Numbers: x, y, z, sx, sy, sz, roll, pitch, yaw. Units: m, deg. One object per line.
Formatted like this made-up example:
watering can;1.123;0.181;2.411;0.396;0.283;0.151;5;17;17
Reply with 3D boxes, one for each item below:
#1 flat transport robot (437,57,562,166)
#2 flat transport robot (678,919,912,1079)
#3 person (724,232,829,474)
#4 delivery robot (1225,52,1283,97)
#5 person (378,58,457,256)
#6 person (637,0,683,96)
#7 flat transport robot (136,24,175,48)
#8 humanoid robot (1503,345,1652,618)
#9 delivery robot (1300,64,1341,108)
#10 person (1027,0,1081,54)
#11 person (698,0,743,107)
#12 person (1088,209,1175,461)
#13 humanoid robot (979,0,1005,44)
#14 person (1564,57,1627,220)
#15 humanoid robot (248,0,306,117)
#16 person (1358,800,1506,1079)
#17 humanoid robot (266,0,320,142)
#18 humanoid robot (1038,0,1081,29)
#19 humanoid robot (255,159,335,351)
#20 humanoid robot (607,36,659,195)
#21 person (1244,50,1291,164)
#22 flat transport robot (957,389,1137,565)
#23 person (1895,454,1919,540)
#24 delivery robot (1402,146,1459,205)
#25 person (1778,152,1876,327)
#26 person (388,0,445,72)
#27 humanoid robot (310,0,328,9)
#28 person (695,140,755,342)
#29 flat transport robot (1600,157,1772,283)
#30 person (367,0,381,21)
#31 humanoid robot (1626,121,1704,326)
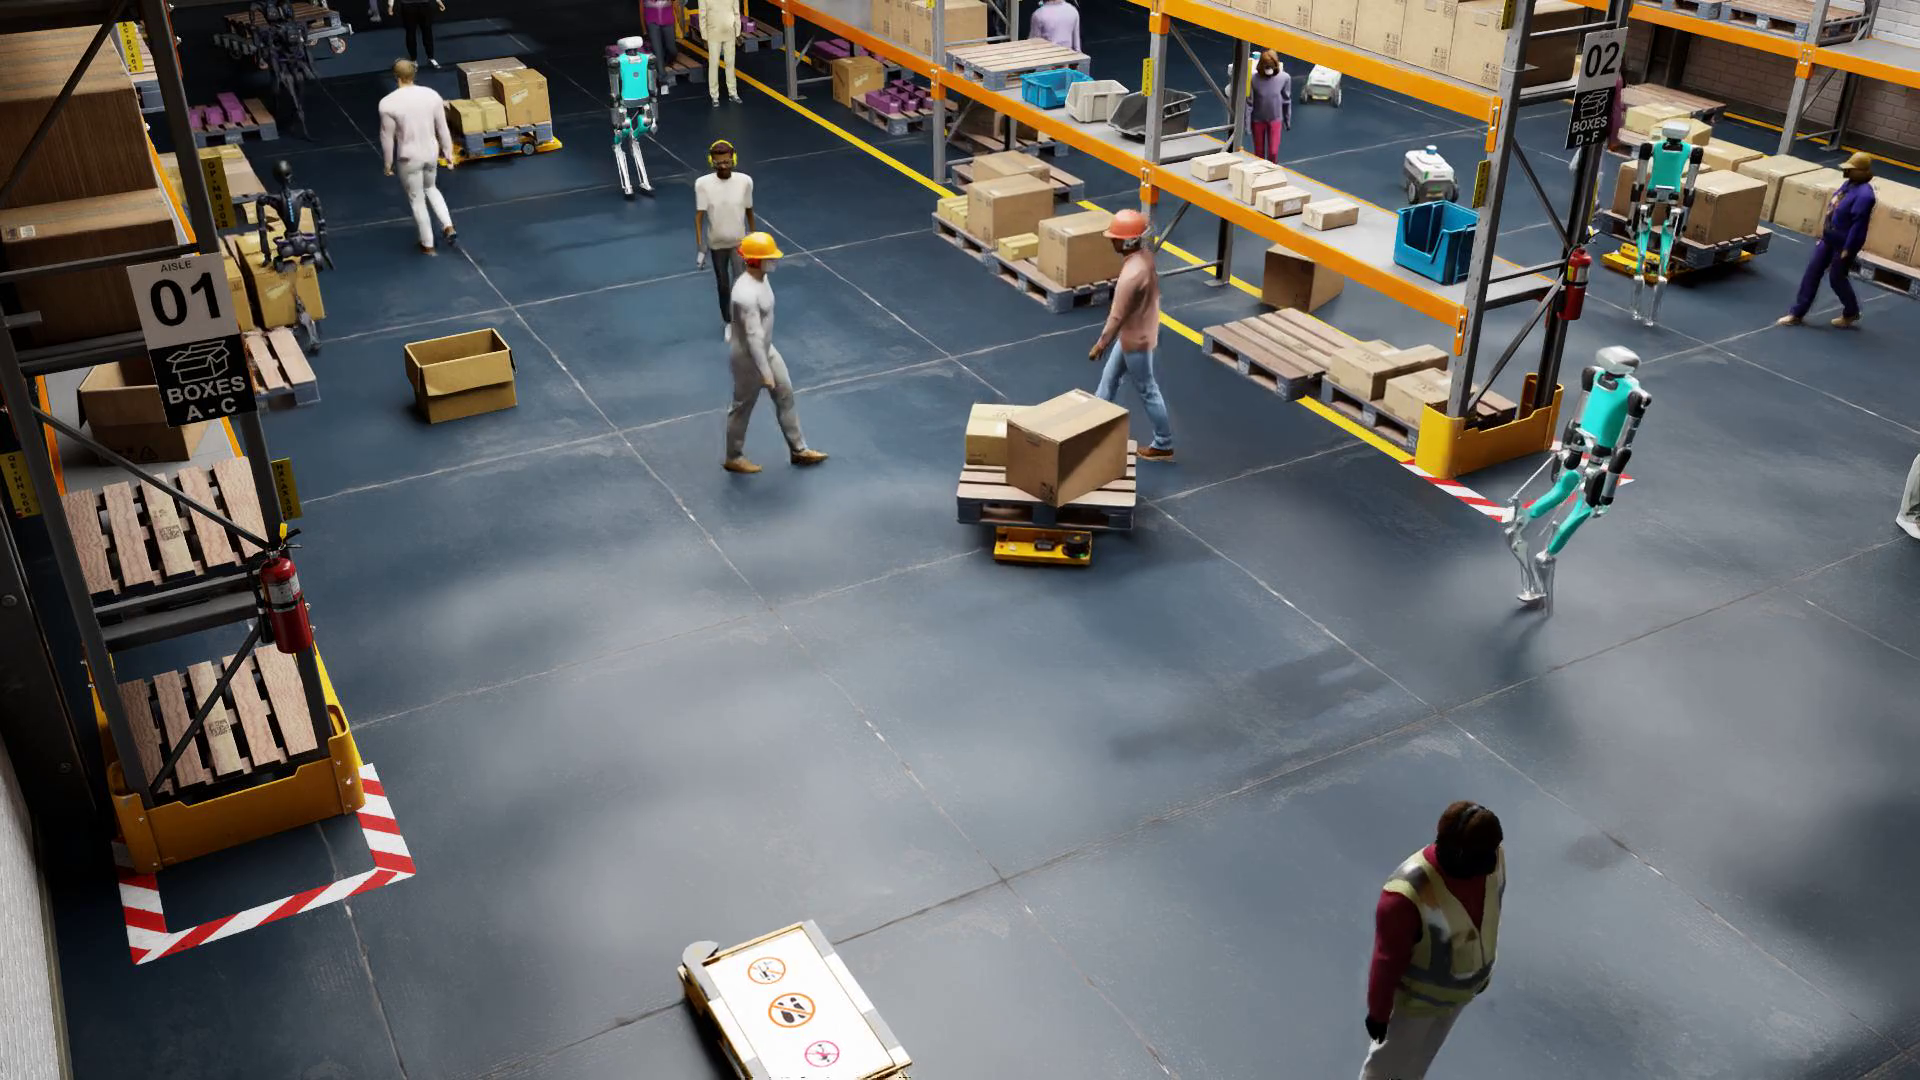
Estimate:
flat transport robot;-5.473;-4.659;19.520;1.431;0.231;0.659;-16;33;-25
flat transport robot;-0.711;2.248;7.495;0.659;0.231;1.431;-16;33;-25
person;-1.398;-1.321;12.118;0.867;1.860;0.620;6;30;11
delivery robot;3.834;-6.046;21.620;0.739;0.566;0.499;-16;33;-25
person;-5.300;-3.733;16.251;0.444;1.920;0.649;26;39;37
person;-3.909;-6.788;21.671;0.558;1.821;0.765;-7;31;-13
flat transport robot;-12.131;-7.238;24.010;1.431;0.231;0.659;-11;32;-18
humanoid robot;3.801;-0.308;10.538;0.804;1.836;0.546;-10;32;-18
delivery robot;4.682;-5.892;21.378;0.499;0.593;0.795;10;31;16
person;1.068;-5.612;19.551;0.660;1.887;0.539;-20;35;-31
person;-3.024;-6.409;21.071;0.562;1.755;0.320;-16;33;-25
person;1.194;-1.509;12.354;0.978;1.938;0.607;5;30;9
humanoid robot;0.403;-7.578;23.208;0.609;1.636;0.616;-26;39;-38
person;6.505;-4.214;17.076;0.455;1.927;0.527;0;30;-1
humanoid robot;-8.455;-6.118;20.633;0.599;1.657;0.315;-16;33;-25
person;1.900;1.799;6.724;0.653;1.831;0.431;-20;35;-31
humanoid robot;-8.007;-5.622;19.854;0.797;1.631;0.588;20;35;31
humanoid robot;1.398;-7.504;22.996;0.532;1.772;0.738;-25;38;-36
humanoid robot;-5.719;-2.453;14.334;0.589;1.649;0.770;-16;33;-25
humanoid robot;-3.527;-4.564;17.743;0.533;1.681;0.735;-16;33;-25
person;3.271;-4.435;17.775;0.518;1.599;0.606;5;30;8
flat transport robot;0.636;-0.259;11.860;0.659;0.231;1.431;3;30;6
person;6.853;-0.928;11.360;0.586;1.930;0.358;-16;33;-25
delivery robot;5.074;-3.951;18.002;0.499;0.597;0.790;-2;30;-4
person;7.764;-2.628;14.650;0.674;1.594;0.476;-2;30;-4
person;-7.412;-7.292;22.606;0.750;1.758;0.433;-16;33;-25
humanoid robot;-9.515;-8.499;24.799;0.812;1.828;0.538;16;34;26
person;-1.986;-2.478;14.165;0.523;1.827;0.844;-5;30;-9
flat transport robot;7.058;-2.820;16.318;1.431;0.231;0.659;-16;33;-25
person;-9.020;-8.749;25.314;0.499;1.576;0.814;-15;33;-24
humanoid robot;6.171;-2.717;14.745;0.531;1.846;0.789;10;31;17
